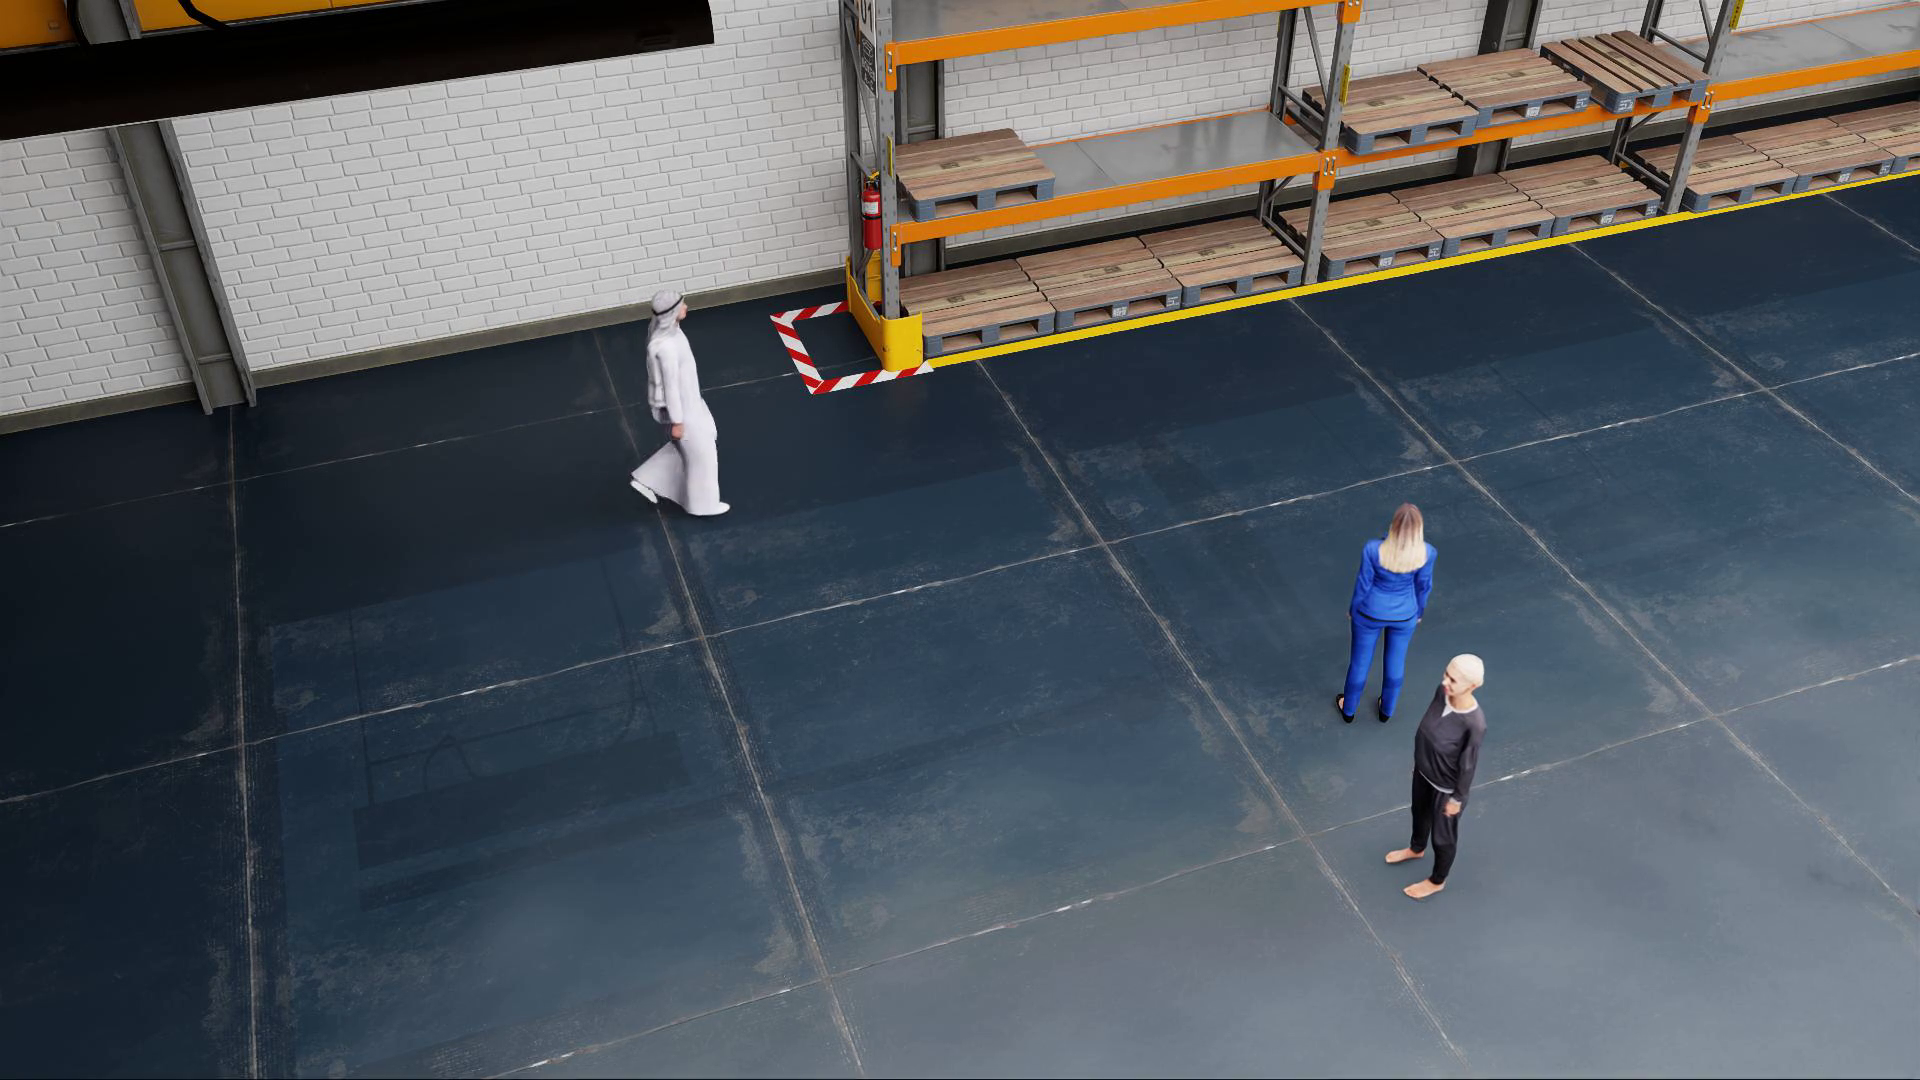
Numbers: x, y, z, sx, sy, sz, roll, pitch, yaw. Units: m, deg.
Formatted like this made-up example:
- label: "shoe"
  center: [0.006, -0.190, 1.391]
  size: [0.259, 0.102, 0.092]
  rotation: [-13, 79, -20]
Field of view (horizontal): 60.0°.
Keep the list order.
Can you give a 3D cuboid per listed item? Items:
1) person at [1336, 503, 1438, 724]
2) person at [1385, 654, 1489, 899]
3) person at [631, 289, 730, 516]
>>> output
- label: "person"
  center: [2.640, 0.467, 10.295]
  size: [0.622, 1.701, 0.755]
  rotation: [2, 39, 2]
- label: "person"
  center: [2.697, 1.289, 9.245]
  size: [0.503, 1.726, 0.589]
  rotation: [-13, 40, -16]
- label: "person"
  center: [-2.091, -0.947, 11.896]
  size: [0.952, 1.912, 0.735]
  rotation: [-8, 39, -10]
